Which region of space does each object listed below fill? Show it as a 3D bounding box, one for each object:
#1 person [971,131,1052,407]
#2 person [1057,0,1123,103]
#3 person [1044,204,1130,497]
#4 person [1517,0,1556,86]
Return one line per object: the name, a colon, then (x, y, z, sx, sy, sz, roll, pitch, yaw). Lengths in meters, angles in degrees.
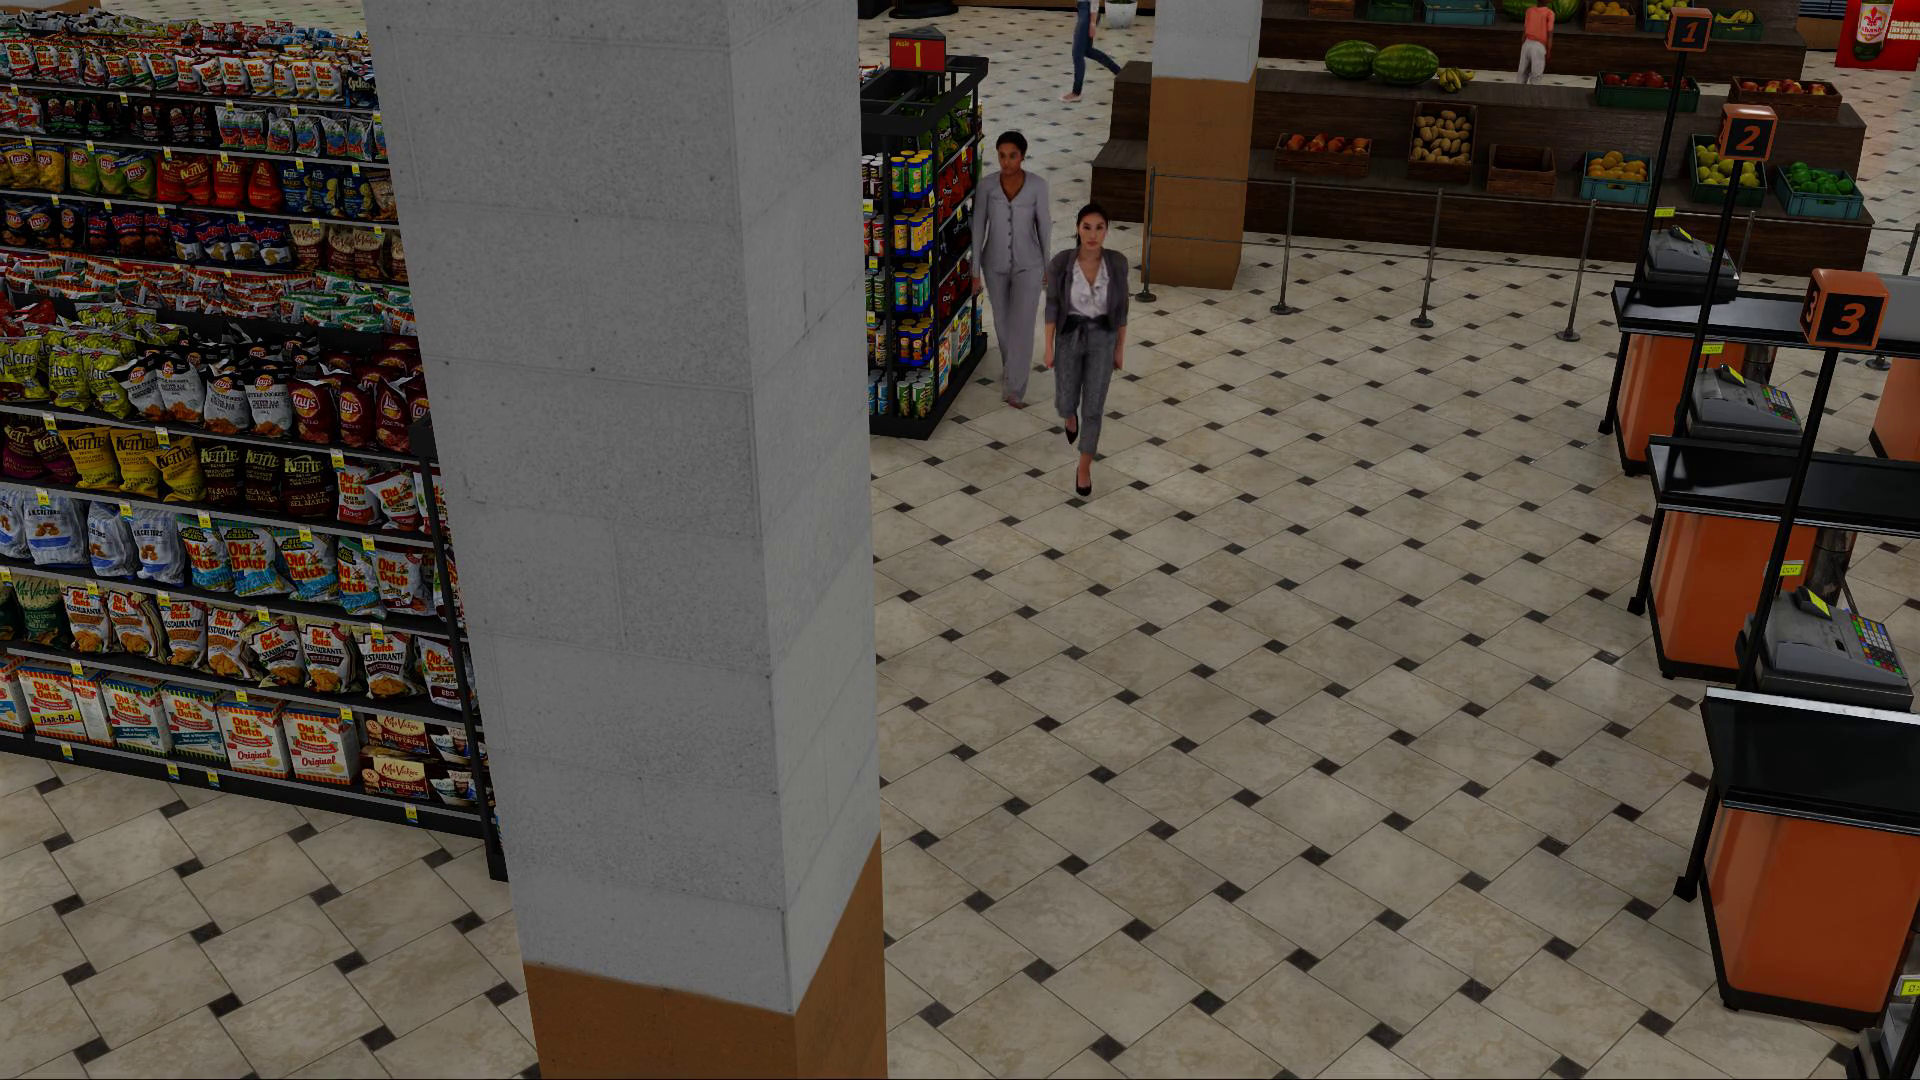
person: (0.333, -1.744, 10.554, 1.099, 1.680, 0.764, 5, 29, 9)
person: (1.408, -5.388, 17.198, 1.039, 1.710, 0.745, -1, 29, -2)
person: (0.701, -1.100, 9.391, 0.883, 1.663, 0.815, 0, 29, 0)
person: (5.824, -4.967, 16.844, 0.622, 1.309, 0.548, -20, 35, -33)
